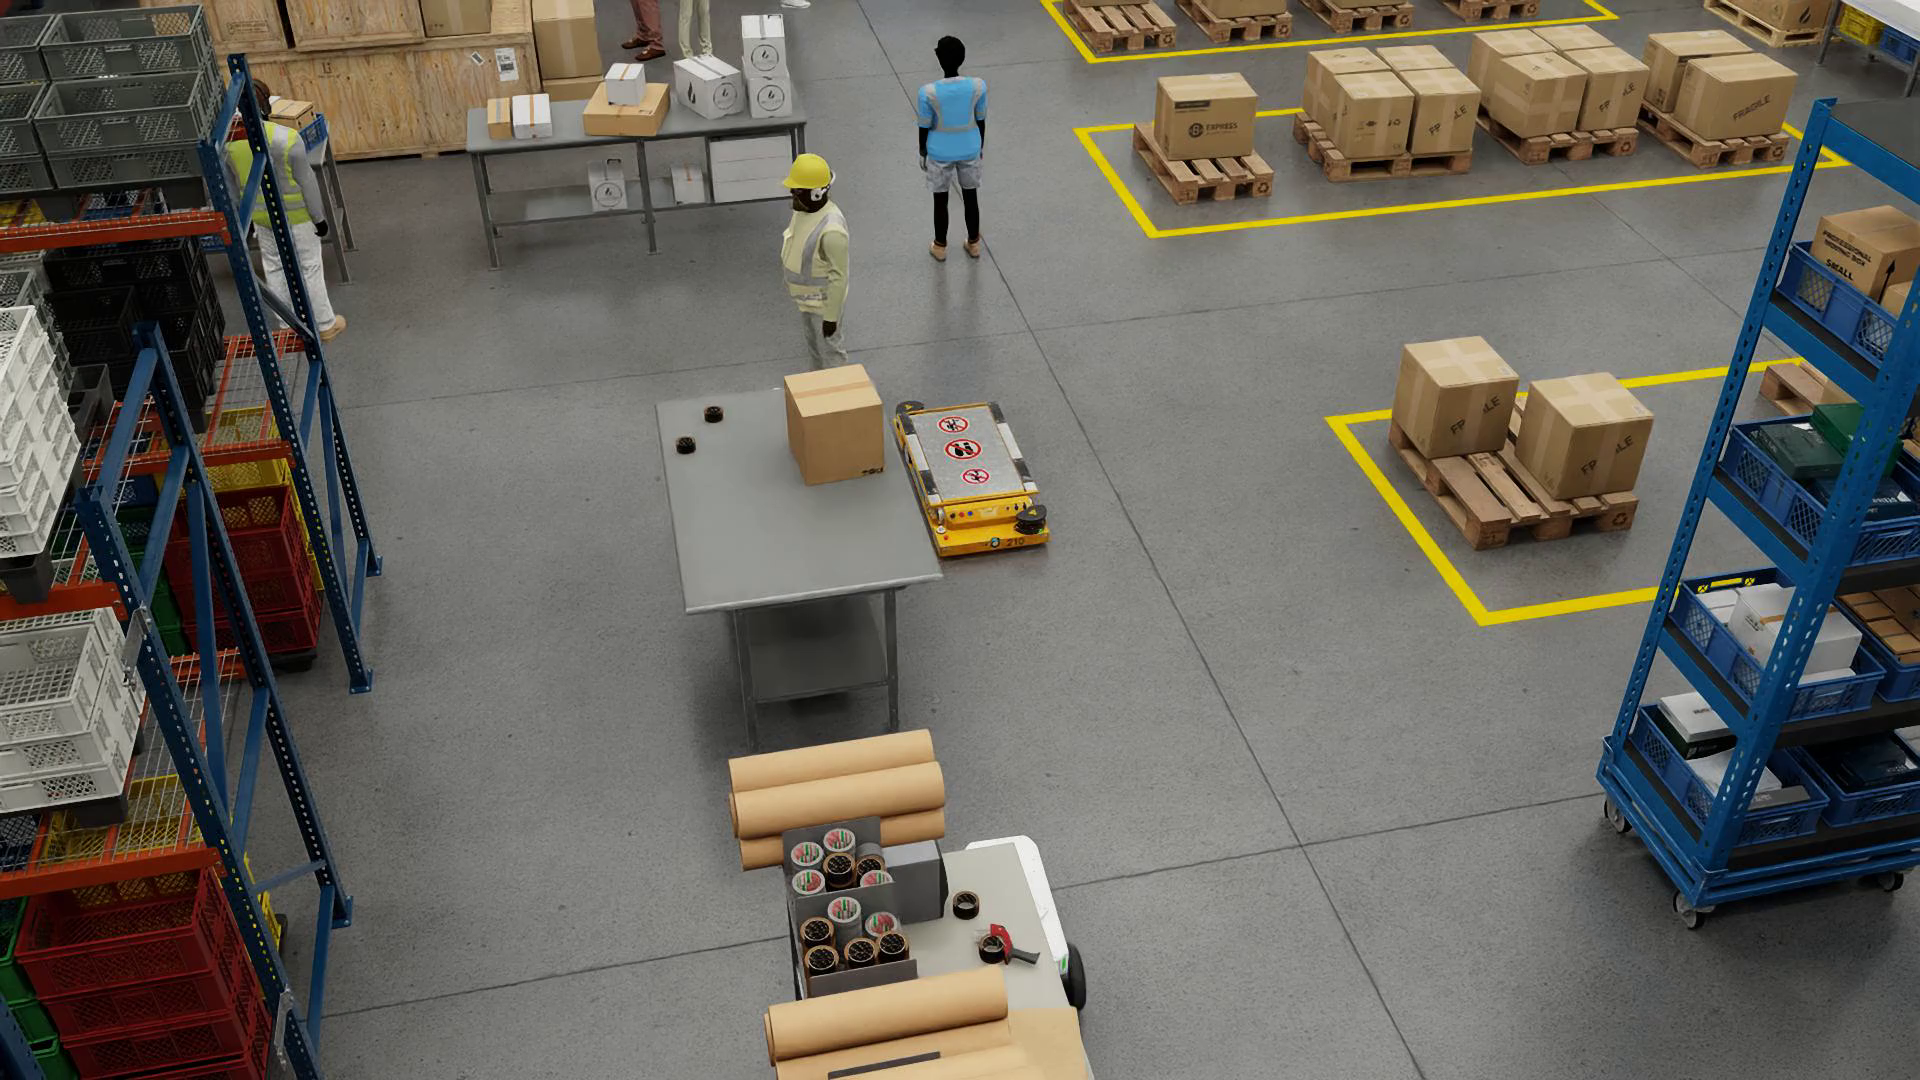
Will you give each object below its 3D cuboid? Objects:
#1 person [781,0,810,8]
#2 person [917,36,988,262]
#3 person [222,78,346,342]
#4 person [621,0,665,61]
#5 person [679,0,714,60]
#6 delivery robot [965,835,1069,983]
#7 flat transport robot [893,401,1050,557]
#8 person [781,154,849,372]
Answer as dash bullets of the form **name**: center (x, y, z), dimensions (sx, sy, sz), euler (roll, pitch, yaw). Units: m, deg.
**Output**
- **person**: center (-1.753, -6.356, 16.709), dimensions (0.388, 1.913, 0.587), euler (-4, 37, -5)
- **person**: center (-0.054, -2.841, 12.167), dimensions (0.535, 1.694, 0.320), euler (-9, 38, -12)
- **person**: center (-4.559, -2.201, 11.194), dimensions (0.619, 1.836, 0.430), euler (7, 37, 10)
- **person**: center (-3.075, -5.467, 15.526), dimensions (0.399, 1.903, 0.664), euler (-18, 40, -22)
- **person**: center (-2.423, -5.206, 15.198), dimensions (0.514, 1.873, 0.329), euler (-30, 46, -34)
- **delivery robot**: center (0.227, 1.590, 7.082), dimensions (0.477, 0.478, 0.707), euler (-6, 37, -8)
- **flat transport robot**: center (0.046, -0.430, 10.108), dimensions (0.652, 0.197, 1.431), euler (-8, 37, -10)
- **person**: center (-0.887, -1.522, 10.276), dimensions (0.404, 1.833, 0.588), euler (-15, 39, -20)
